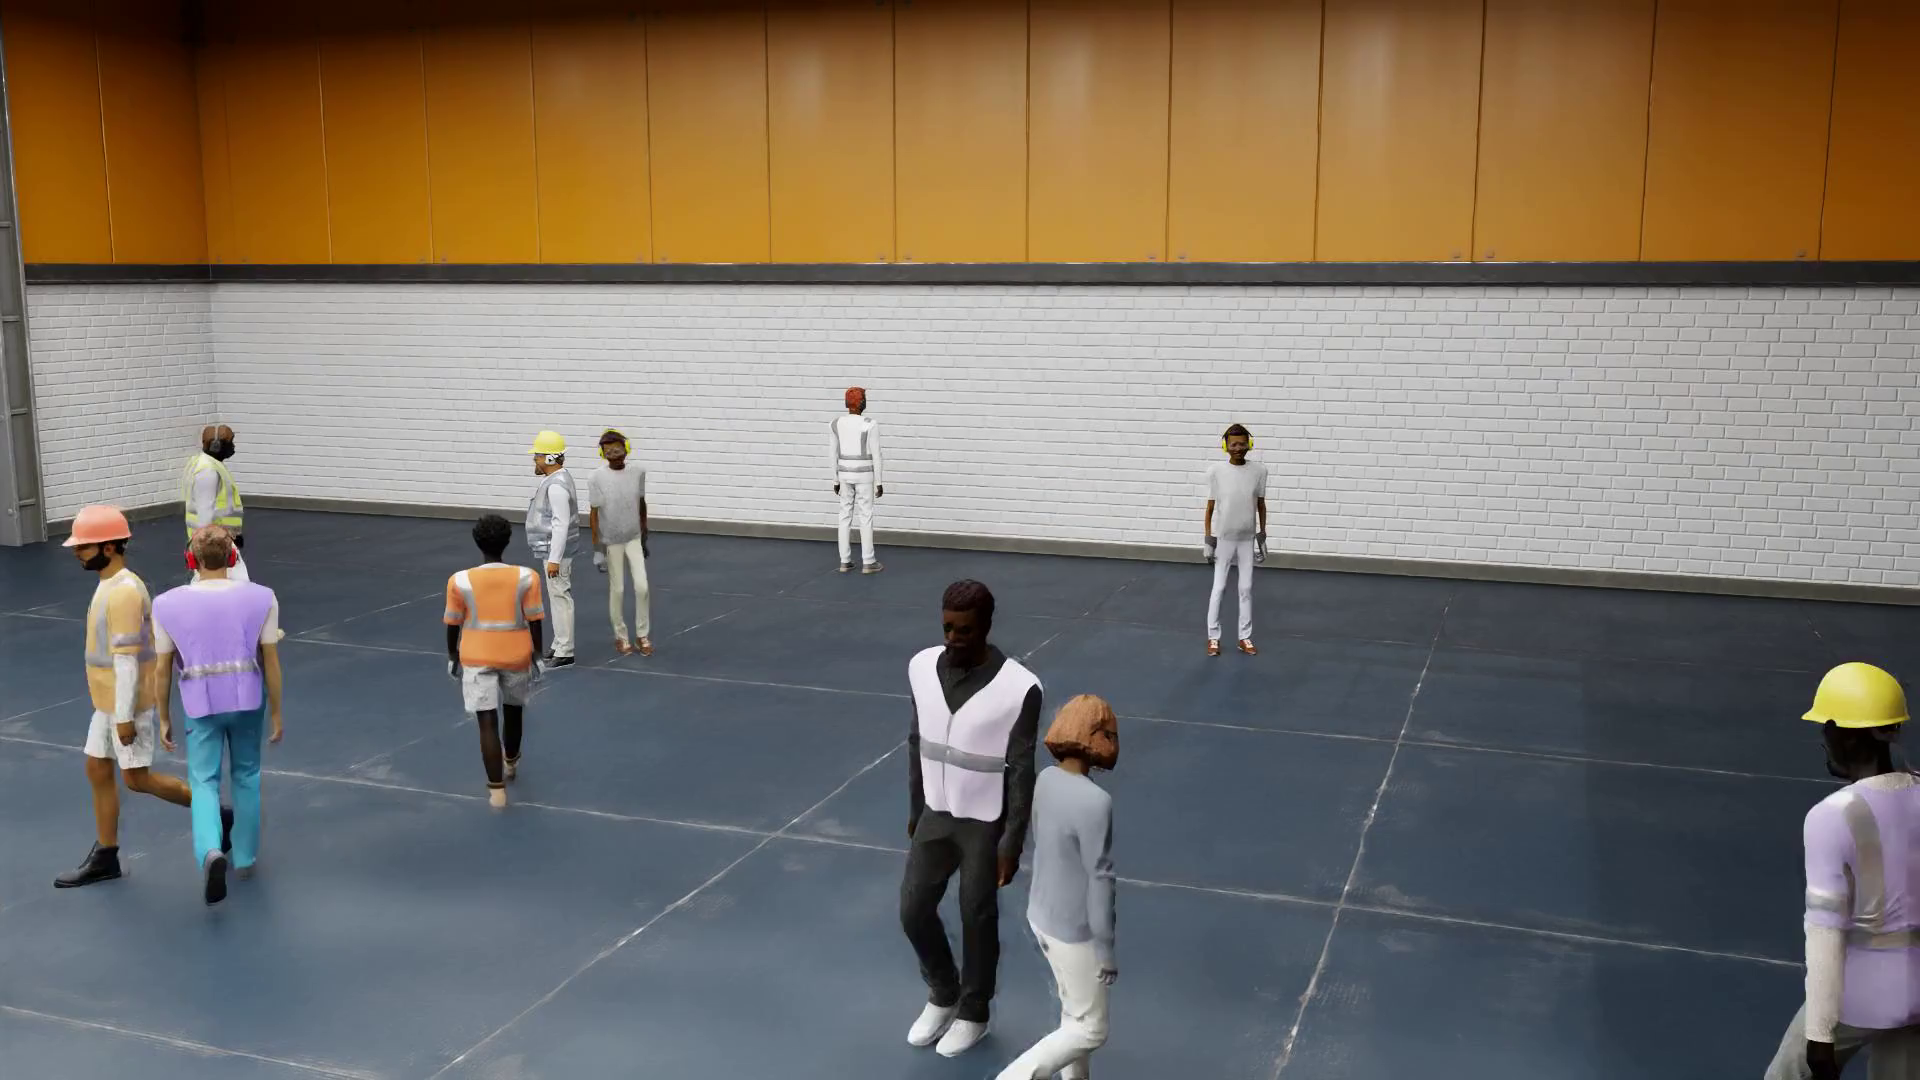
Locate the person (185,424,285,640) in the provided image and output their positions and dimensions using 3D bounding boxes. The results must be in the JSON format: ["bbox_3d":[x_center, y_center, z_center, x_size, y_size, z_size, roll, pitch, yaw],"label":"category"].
[{"bbox_3d":[-5.913,-0.033,13.479,0.858,1.803,0.652,-4,10,-22],"label":"person"}]

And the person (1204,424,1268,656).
[{"bbox_3d":[2.180,0.003,13.159,0.511,1.856,0.379,-1,9,-4],"label":"person"}]

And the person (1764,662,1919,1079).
[{"bbox_3d":[2.642,1.304,4.921,0.619,1.901,0.631,-3,10,-20],"label":"person"}]

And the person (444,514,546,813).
[{"bbox_3d":[-2.678,0.671,9.576,0.553,1.648,0.843,-3,10,-20],"label":"person"}]

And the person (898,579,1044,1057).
[{"bbox_3d":[0.021,1.073,6.350,0.619,1.893,0.487,6,11,32],"label":"person"}]

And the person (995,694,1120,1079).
[{"bbox_3d":[0.314,1.329,5.643,0.550,1.607,0.557,-3,10,-19],"label":"person"}]

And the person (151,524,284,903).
[{"bbox_3d":[-3.582,0.838,8.075,0.572,1.820,0.740,-4,10,-26],"label":"person"}]

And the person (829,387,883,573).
[{"bbox_3d":[-1.039,-0.603,16.803,0.576,1.882,0.355,4,10,22],"label":"person"}]

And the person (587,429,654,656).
[{"bbox_3d":[-2.674,0.022,13.092,0.553,1.821,0.543,-6,11,-31],"label":"person"}]

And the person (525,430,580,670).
[{"bbox_3d":[-3.118,0.075,12.749,0.404,1.833,0.590,-3,9,-15],"label":"person"}]

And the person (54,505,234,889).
[{"bbox_3d":[-4.079,0.761,8.272,0.821,1.913,0.551,-6,11,-33],"label":"person"}]
